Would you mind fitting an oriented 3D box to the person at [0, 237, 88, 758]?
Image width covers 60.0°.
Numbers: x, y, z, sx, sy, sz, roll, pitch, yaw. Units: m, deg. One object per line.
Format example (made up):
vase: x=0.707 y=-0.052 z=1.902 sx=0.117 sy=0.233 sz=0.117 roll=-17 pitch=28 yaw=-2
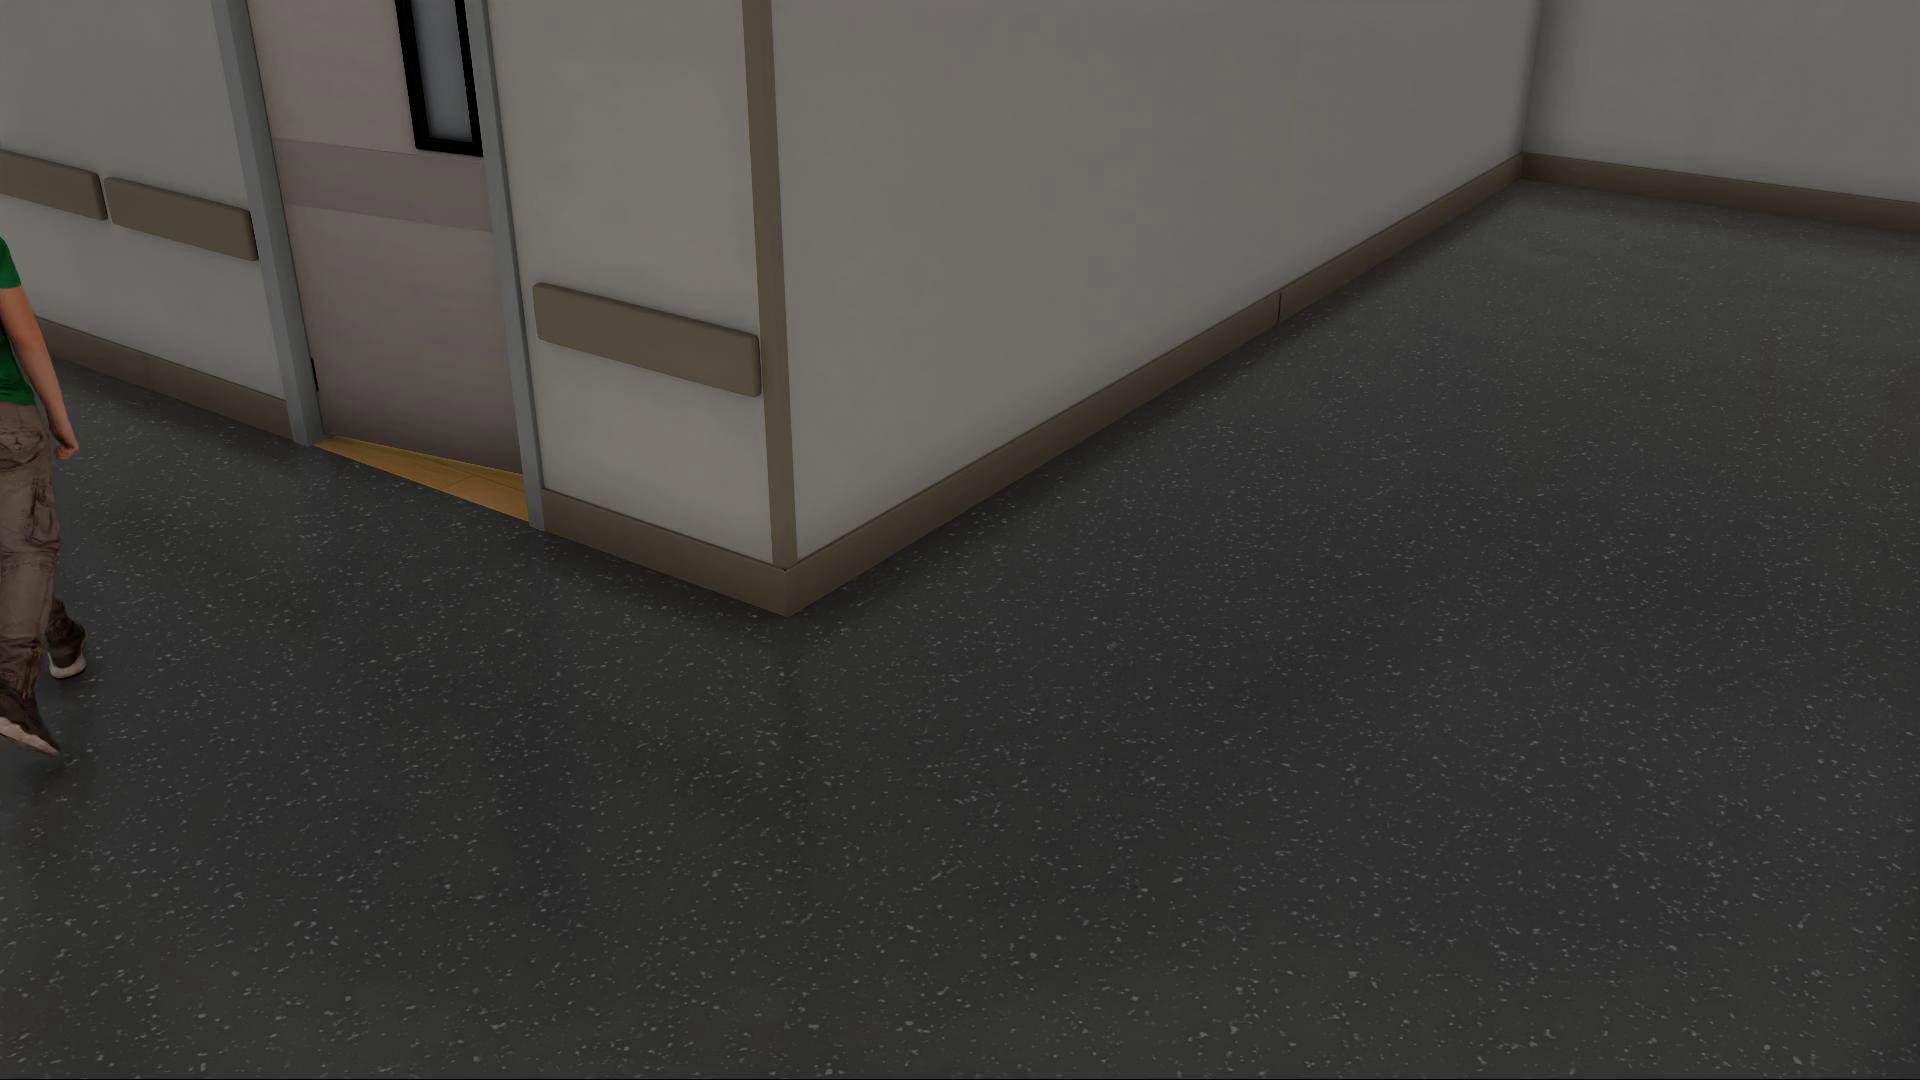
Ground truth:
person: x=-2.549 y=-0.226 z=4.276 sx=1.115 sy=1.615 sz=1.077 roll=-7 pitch=27 yaw=-15
